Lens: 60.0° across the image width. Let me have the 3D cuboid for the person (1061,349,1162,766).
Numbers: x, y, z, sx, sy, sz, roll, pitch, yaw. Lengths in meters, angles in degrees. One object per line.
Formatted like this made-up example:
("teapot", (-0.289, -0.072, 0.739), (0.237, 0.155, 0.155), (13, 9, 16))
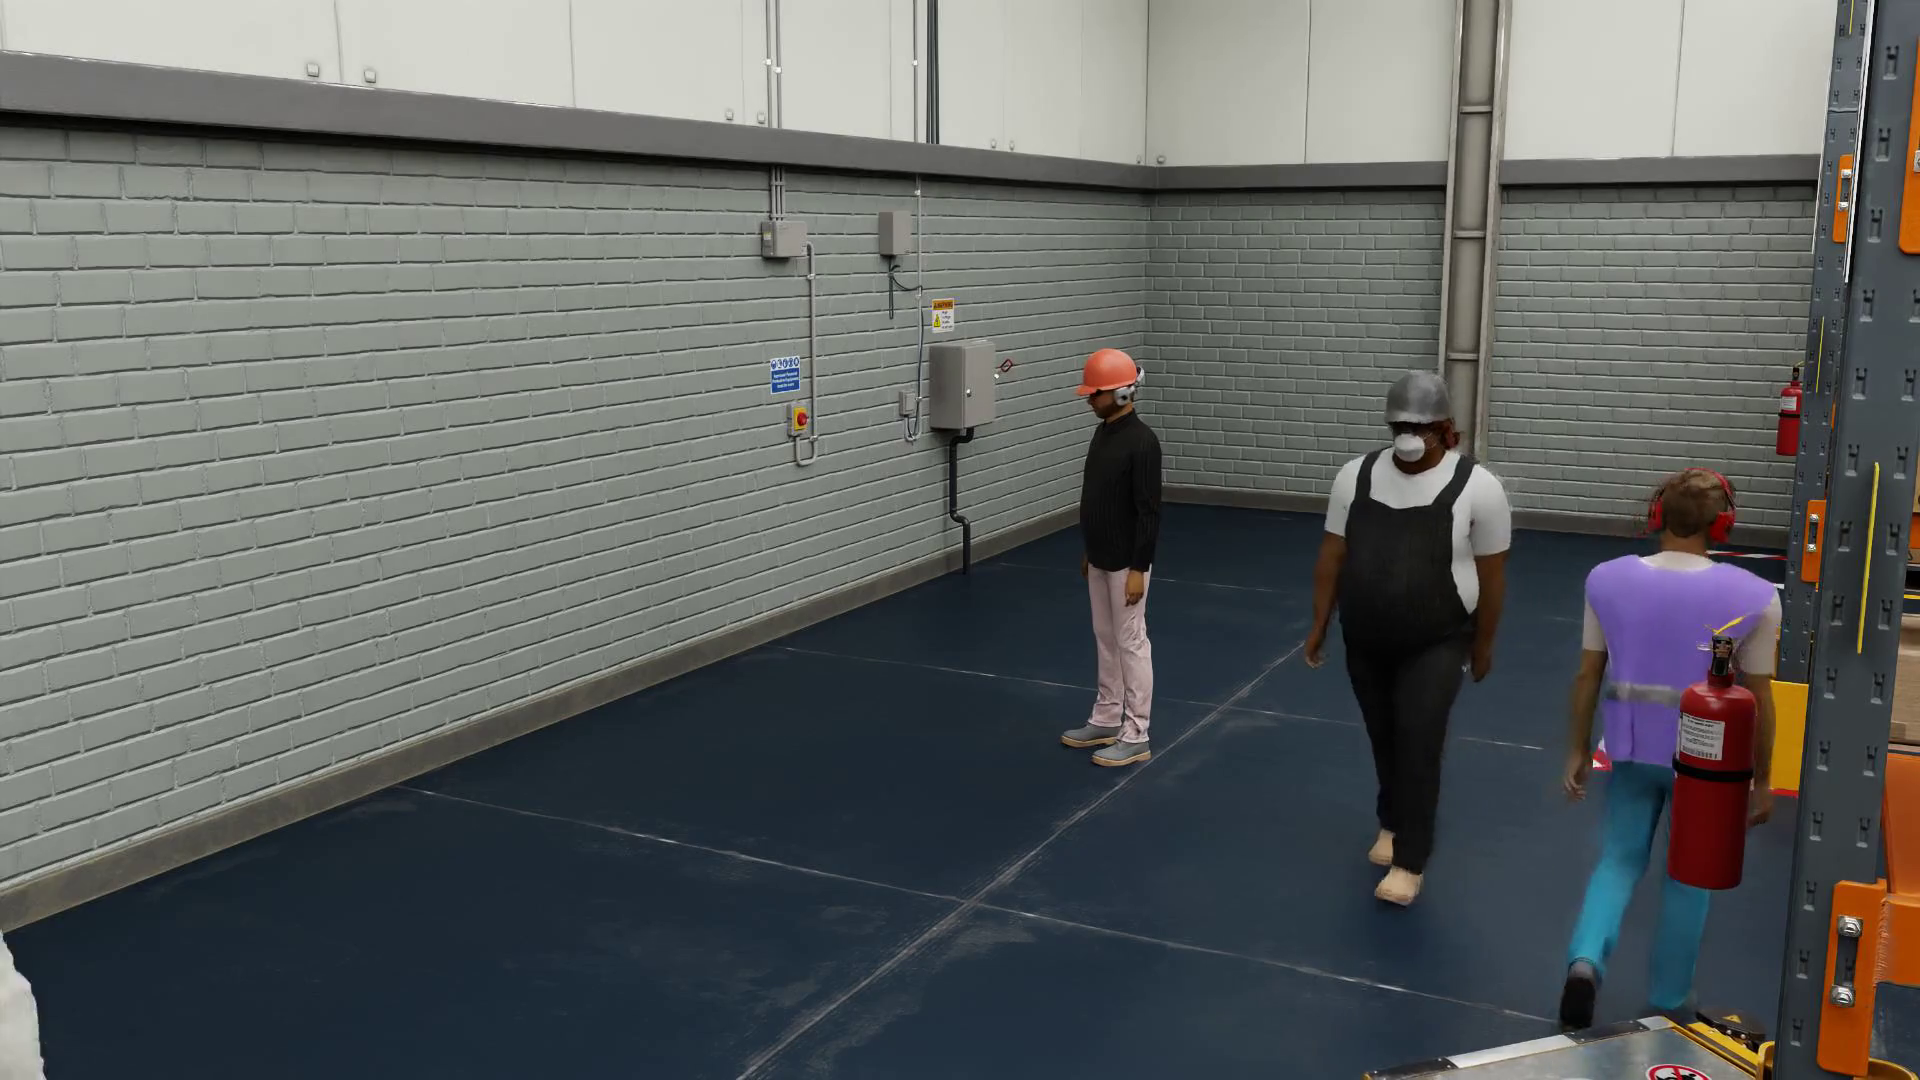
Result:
("person", (0.733, 0.081, 7.953), (0.393, 1.985, 0.611), (-4, 11, -20))

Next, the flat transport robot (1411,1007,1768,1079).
("flat transport robot", (1.758, 1.576, 4.477), (1.431, 0.197, 0.652), (-4, 11, -20))

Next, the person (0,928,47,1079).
("person", (-1.839, 1.013, 3.053), (0.662, 1.912, 0.787), (6, 12, 29))

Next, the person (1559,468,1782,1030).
("person", (2.166, 0.684, 5.128), (0.600, 1.816, 0.658), (8, 13, 38))

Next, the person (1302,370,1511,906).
("person", (1.657, 0.339, 6.397), (0.693, 2.000, 0.889), (8, 13, 38))
